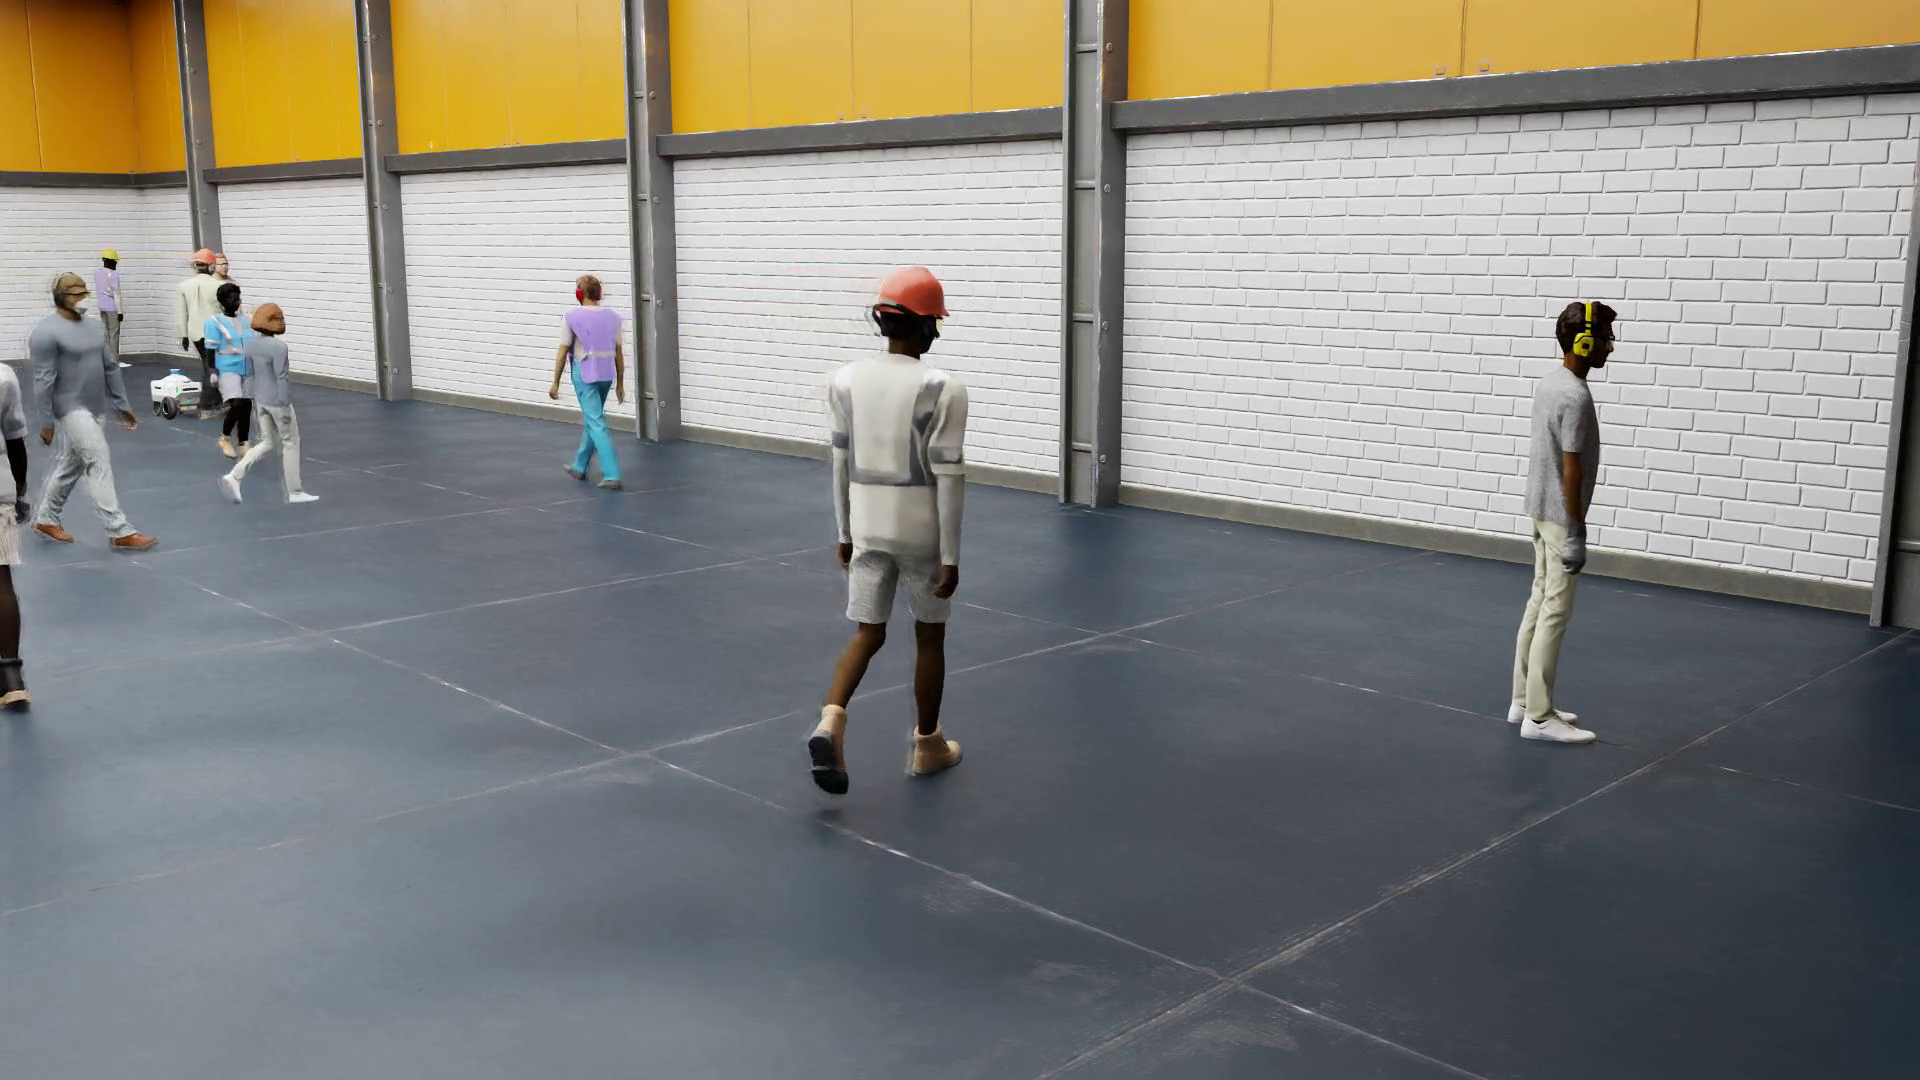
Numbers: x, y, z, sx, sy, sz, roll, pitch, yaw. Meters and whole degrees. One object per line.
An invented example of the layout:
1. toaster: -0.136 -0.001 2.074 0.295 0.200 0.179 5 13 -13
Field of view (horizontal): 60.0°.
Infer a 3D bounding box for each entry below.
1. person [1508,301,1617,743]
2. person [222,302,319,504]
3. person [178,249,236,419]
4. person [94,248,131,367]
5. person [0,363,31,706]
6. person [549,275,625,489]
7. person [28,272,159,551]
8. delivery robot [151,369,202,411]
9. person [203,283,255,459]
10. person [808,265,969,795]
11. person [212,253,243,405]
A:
1. person: 2.554 -0.071 7.045 0.311 1.860 0.514 1 10 4
2. person: -5.470 -1.061 13.105 0.503 1.614 0.673 8 13 38
3. person: -8.800 -2.435 19.637 0.611 1.951 0.939 2 11 9
4. person: -13.718 -3.744 26.901 0.585 1.919 0.391 6 12 31
5. person: -4.573 -0.206 7.614 0.609 1.920 1.003 -8 13 -37
6. person: -3.160 -1.344 14.158 0.974 1.791 0.569 9 13 39
7. person: -6.004 -0.873 11.321 1.014 1.897 0.630 1 10 7
8. delivery robot: -9.211 -1.764 19.562 0.707 0.478 0.477 9 14 40
9. person: -6.832 -1.581 15.704 0.361 1.682 0.559 5 11 25
10. person: -0.269 -0.020 6.303 0.612 2.025 0.819 5 12 26
11. person: -9.280 -2.654 20.985 0.405 1.906 0.653 5 12 26
